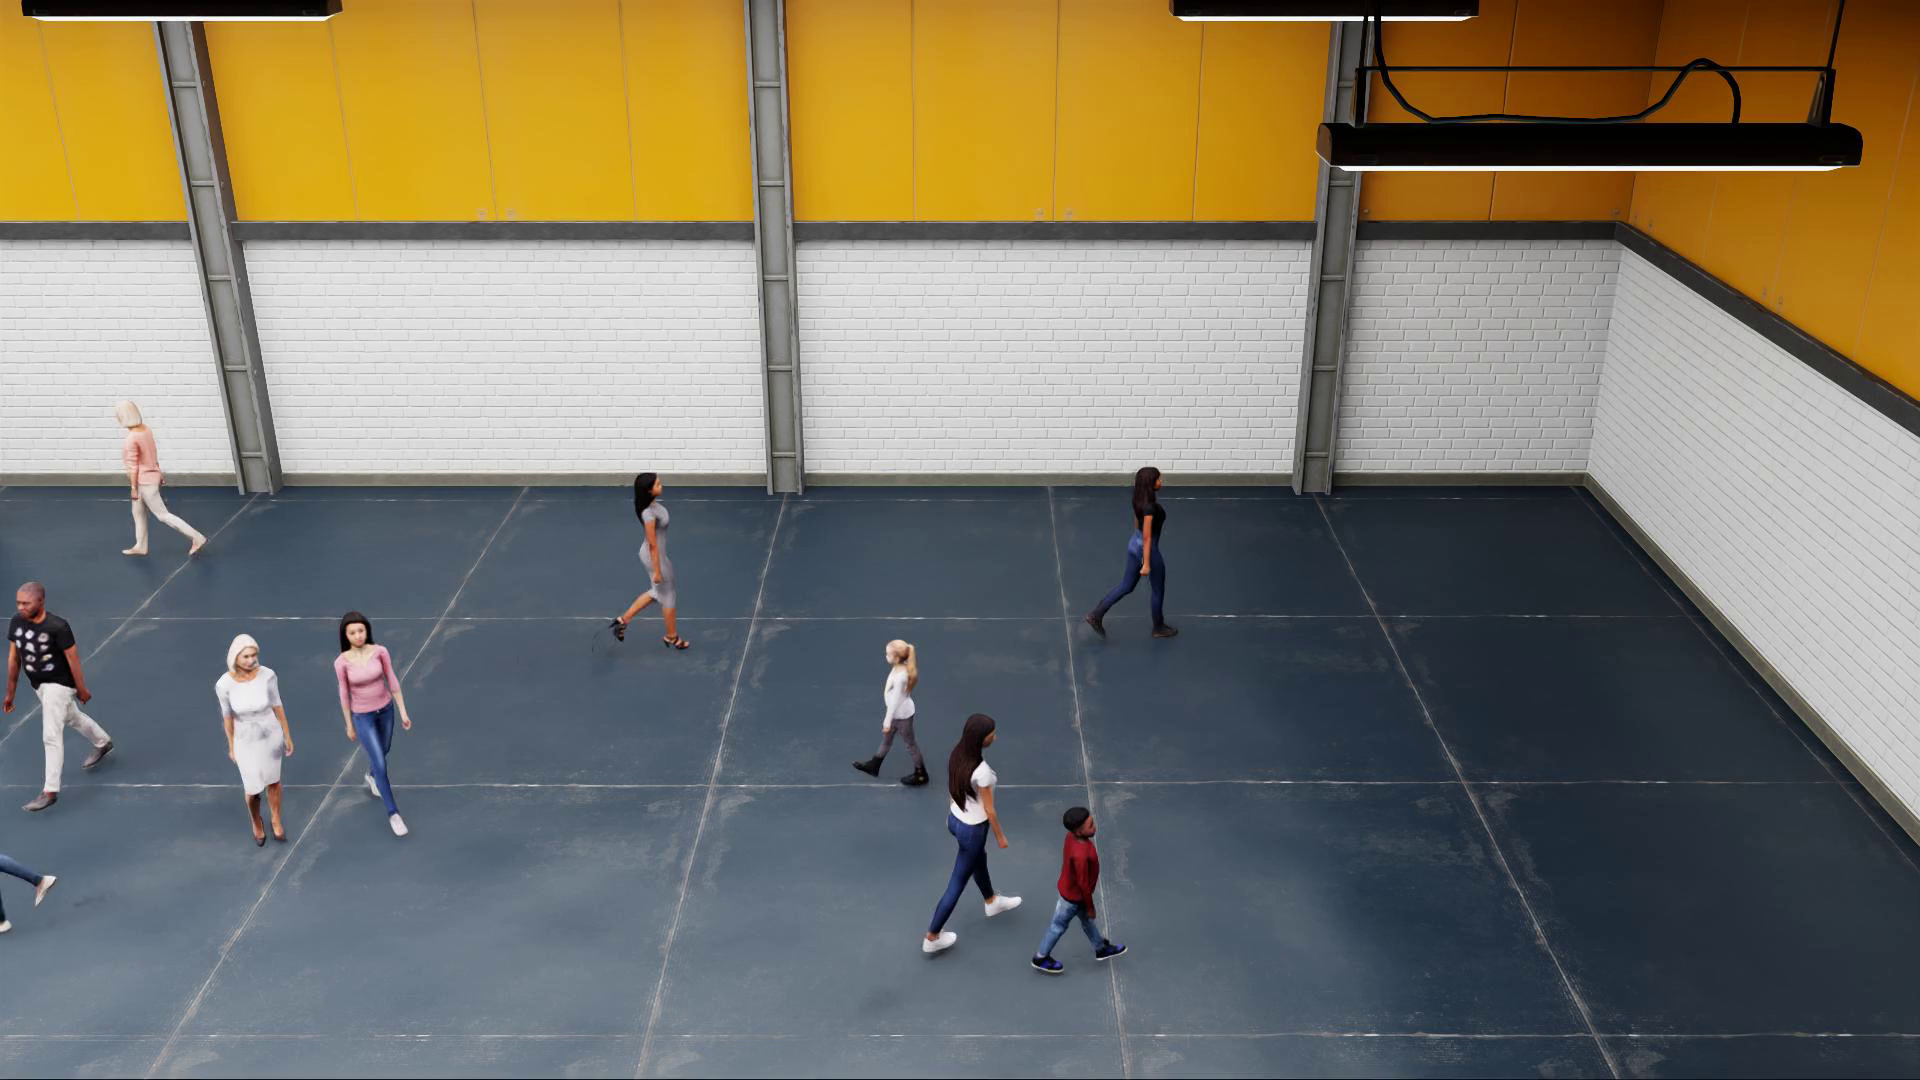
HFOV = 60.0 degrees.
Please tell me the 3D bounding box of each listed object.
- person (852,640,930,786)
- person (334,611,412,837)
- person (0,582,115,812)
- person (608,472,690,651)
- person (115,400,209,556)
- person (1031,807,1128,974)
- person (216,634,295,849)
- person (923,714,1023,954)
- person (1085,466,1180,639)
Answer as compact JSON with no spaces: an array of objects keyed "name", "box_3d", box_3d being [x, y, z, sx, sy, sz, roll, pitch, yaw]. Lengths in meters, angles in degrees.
[{"name":"person","box_3d":[-0.390,1.367,12.999,0.824,1.254,0.507,0,24,1]},{"name":"person","box_3d":[-4.452,1.302,12.584,1.115,1.705,1.093,-17,29,-34]},{"name":"person","box_3d":[-6.984,1.120,12.946,1.268,1.749,0.995,7,25,15]},{"name":"person","box_3d":[-2.830,0.225,14.977,1.014,1.762,0.780,-8,25,-17]},{"name":"person","box_3d":[-8.186,-0.592,16.941,1.144,1.686,0.667,-3,24,-6]},{"name":"person","box_3d":[0.689,2.303,10.888,0.863,1.229,0.518,-1,24,-1]},{"name":"person","box_3d":[-5.192,1.441,12.232,0.657,1.733,0.732,-17,29,-34]},{"name":"person","box_3d":[-0.014,1.978,11.009,1.139,1.729,0.897,-11,26,-24]},{"name":"person","box_3d":[1.591,0.156,15.201,1.171,1.710,0.737,-5,24,-12]}]
